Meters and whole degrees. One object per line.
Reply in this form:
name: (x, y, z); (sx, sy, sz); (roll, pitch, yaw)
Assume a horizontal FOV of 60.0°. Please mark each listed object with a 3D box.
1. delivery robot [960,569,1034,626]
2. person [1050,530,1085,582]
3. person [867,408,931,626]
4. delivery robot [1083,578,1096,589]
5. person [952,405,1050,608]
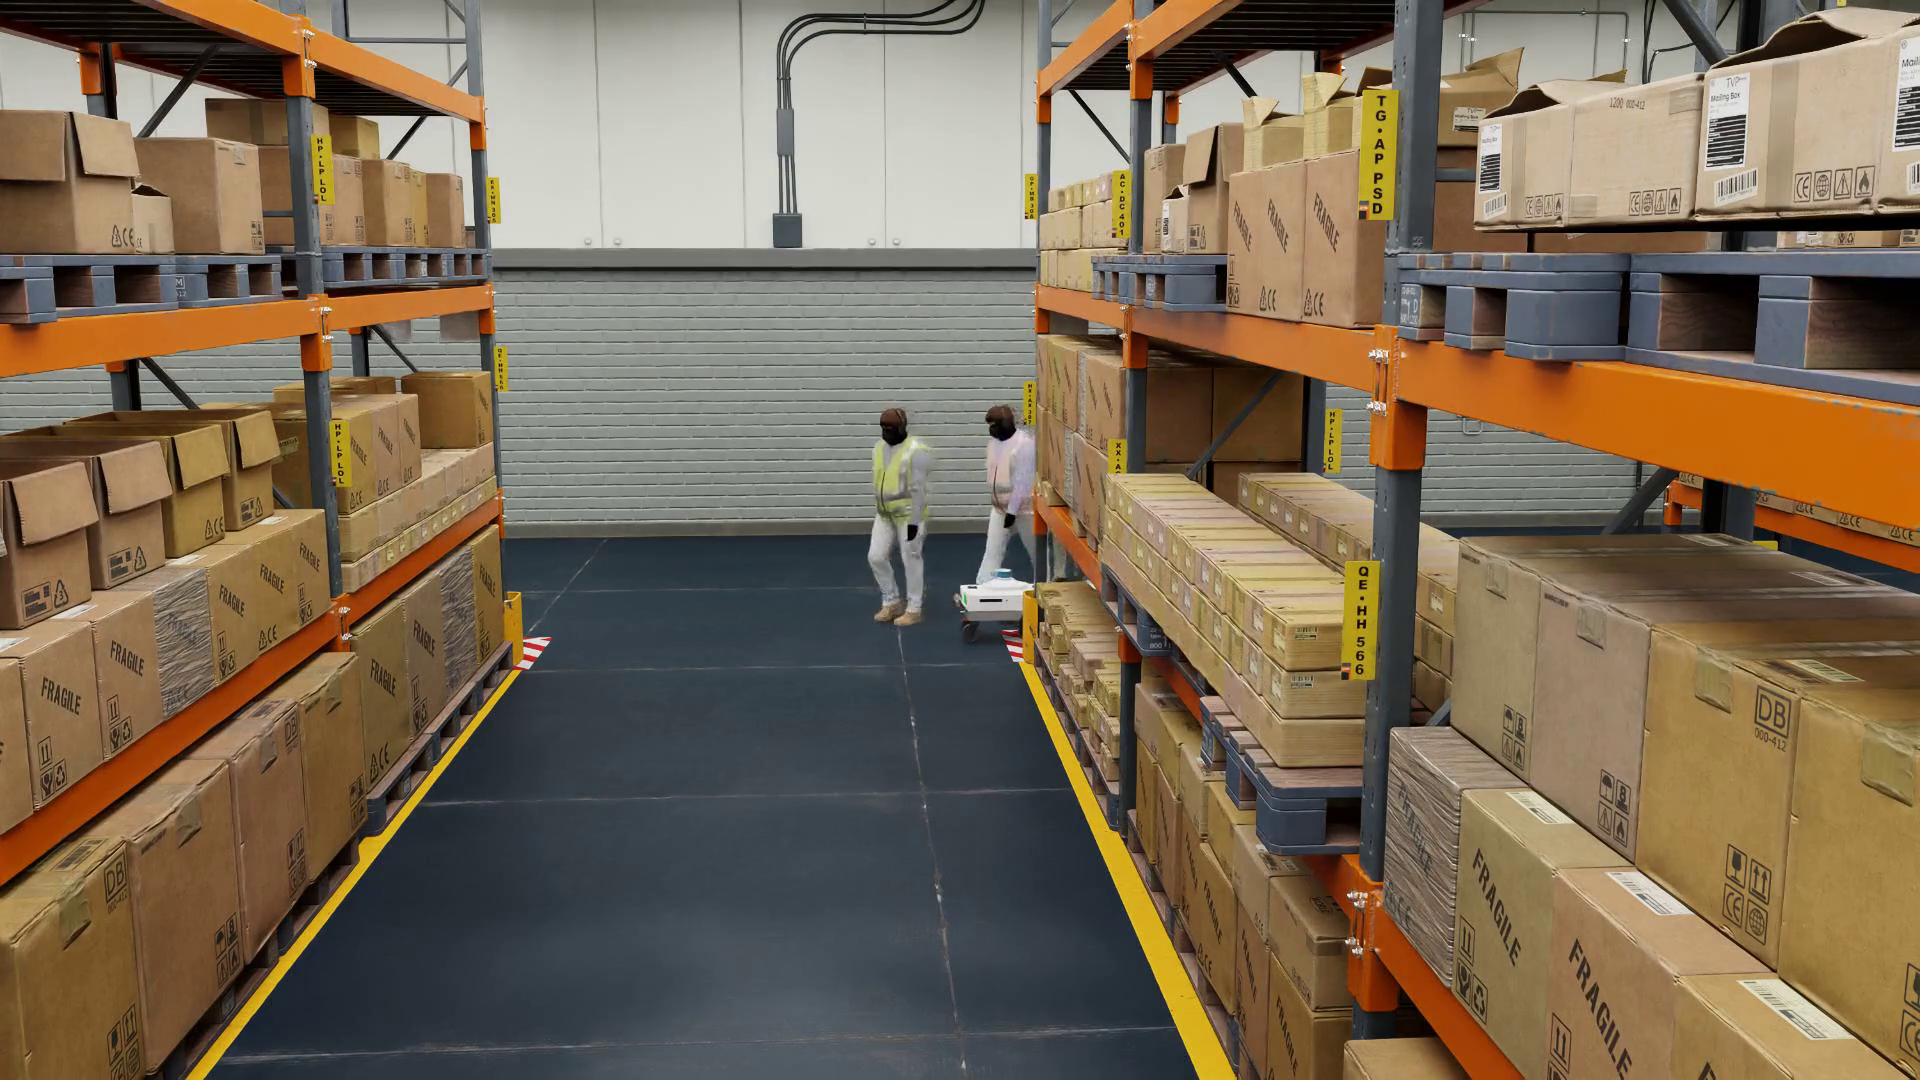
delivery robot: (0.355, 0.475, 13.240); (0.707, 0.478, 0.477); (-1, 10, -3)
person: (0.964, -0.440, 15.116); (0.474, 1.843, 0.655); (-9, 13, -42)
person: (-0.512, -0.182, 13.678); (0.641, 1.813, 0.494); (9, 13, 42)
delivery robot: (1.052, 0.495, 13.122); (0.707, 0.478, 0.477); (-6, 11, -30)
person: (0.402, -0.260, 14.226); (0.969, 1.772, 0.608); (-8, 12, -39)
